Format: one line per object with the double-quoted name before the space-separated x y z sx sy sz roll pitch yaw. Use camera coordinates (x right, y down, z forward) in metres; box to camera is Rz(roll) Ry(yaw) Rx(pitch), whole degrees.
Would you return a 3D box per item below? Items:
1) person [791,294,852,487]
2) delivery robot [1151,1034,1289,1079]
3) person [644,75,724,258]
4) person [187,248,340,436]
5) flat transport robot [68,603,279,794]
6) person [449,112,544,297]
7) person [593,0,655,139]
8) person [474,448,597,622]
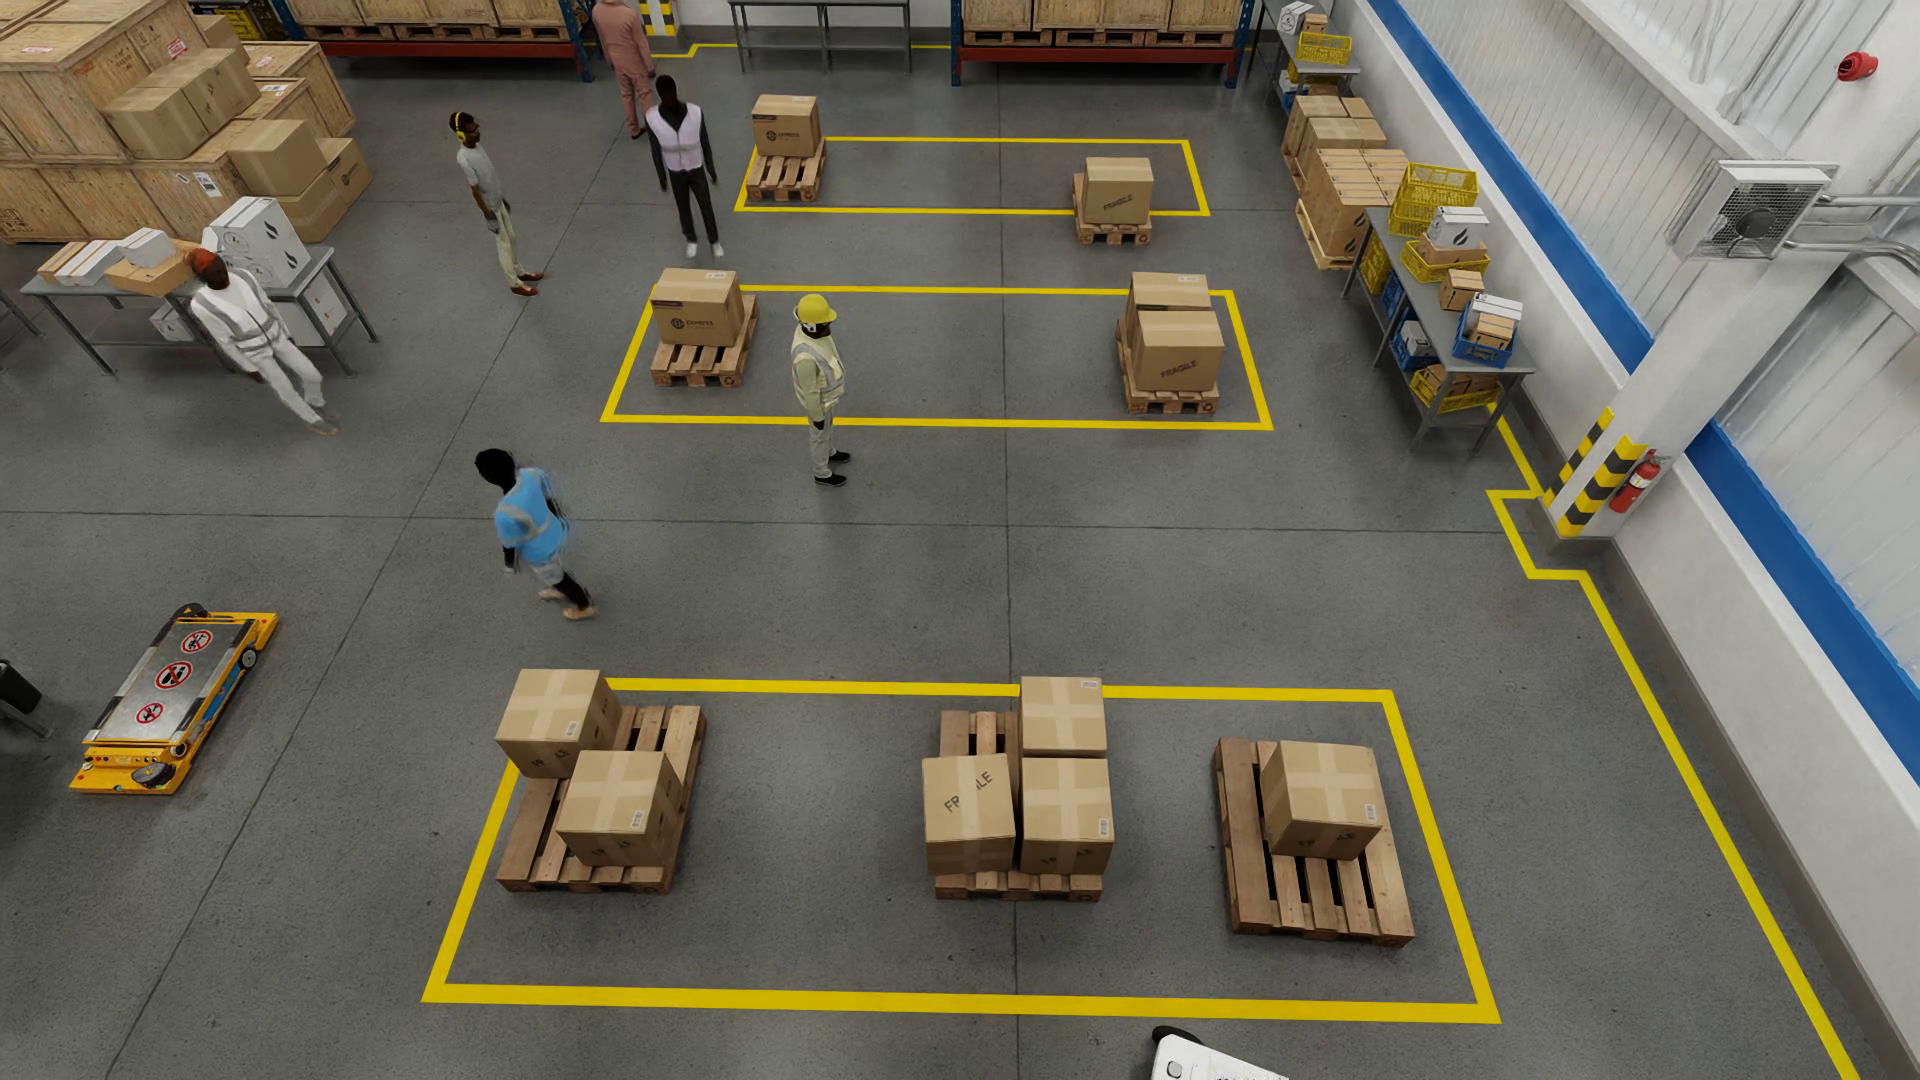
"person" -1.106 -1.182 7.341 0.404 1.824 0.595 1 50 1
"delivery robot" 1.341 2.840 4.702 0.707 0.478 0.477 15 52 13
"person" -2.866 -3.883 9.566 0.595 1.916 0.394 -13 51 -11
"person" -5.797 -1.601 7.663 0.411 1.870 0.571 18 52 15
"flat transport robot" -5.504 1.072 6.442 0.652 0.197 1.431 1 50 1
"person" -4.631 -3.326 9.124 0.309 1.868 0.534 -5 50 -4
"person" -4.039 -5.886 11.274 0.657 1.901 0.396 17 52 14
"person" -3.051 0.013 6.417 0.597 1.678 0.547 1 50 1
